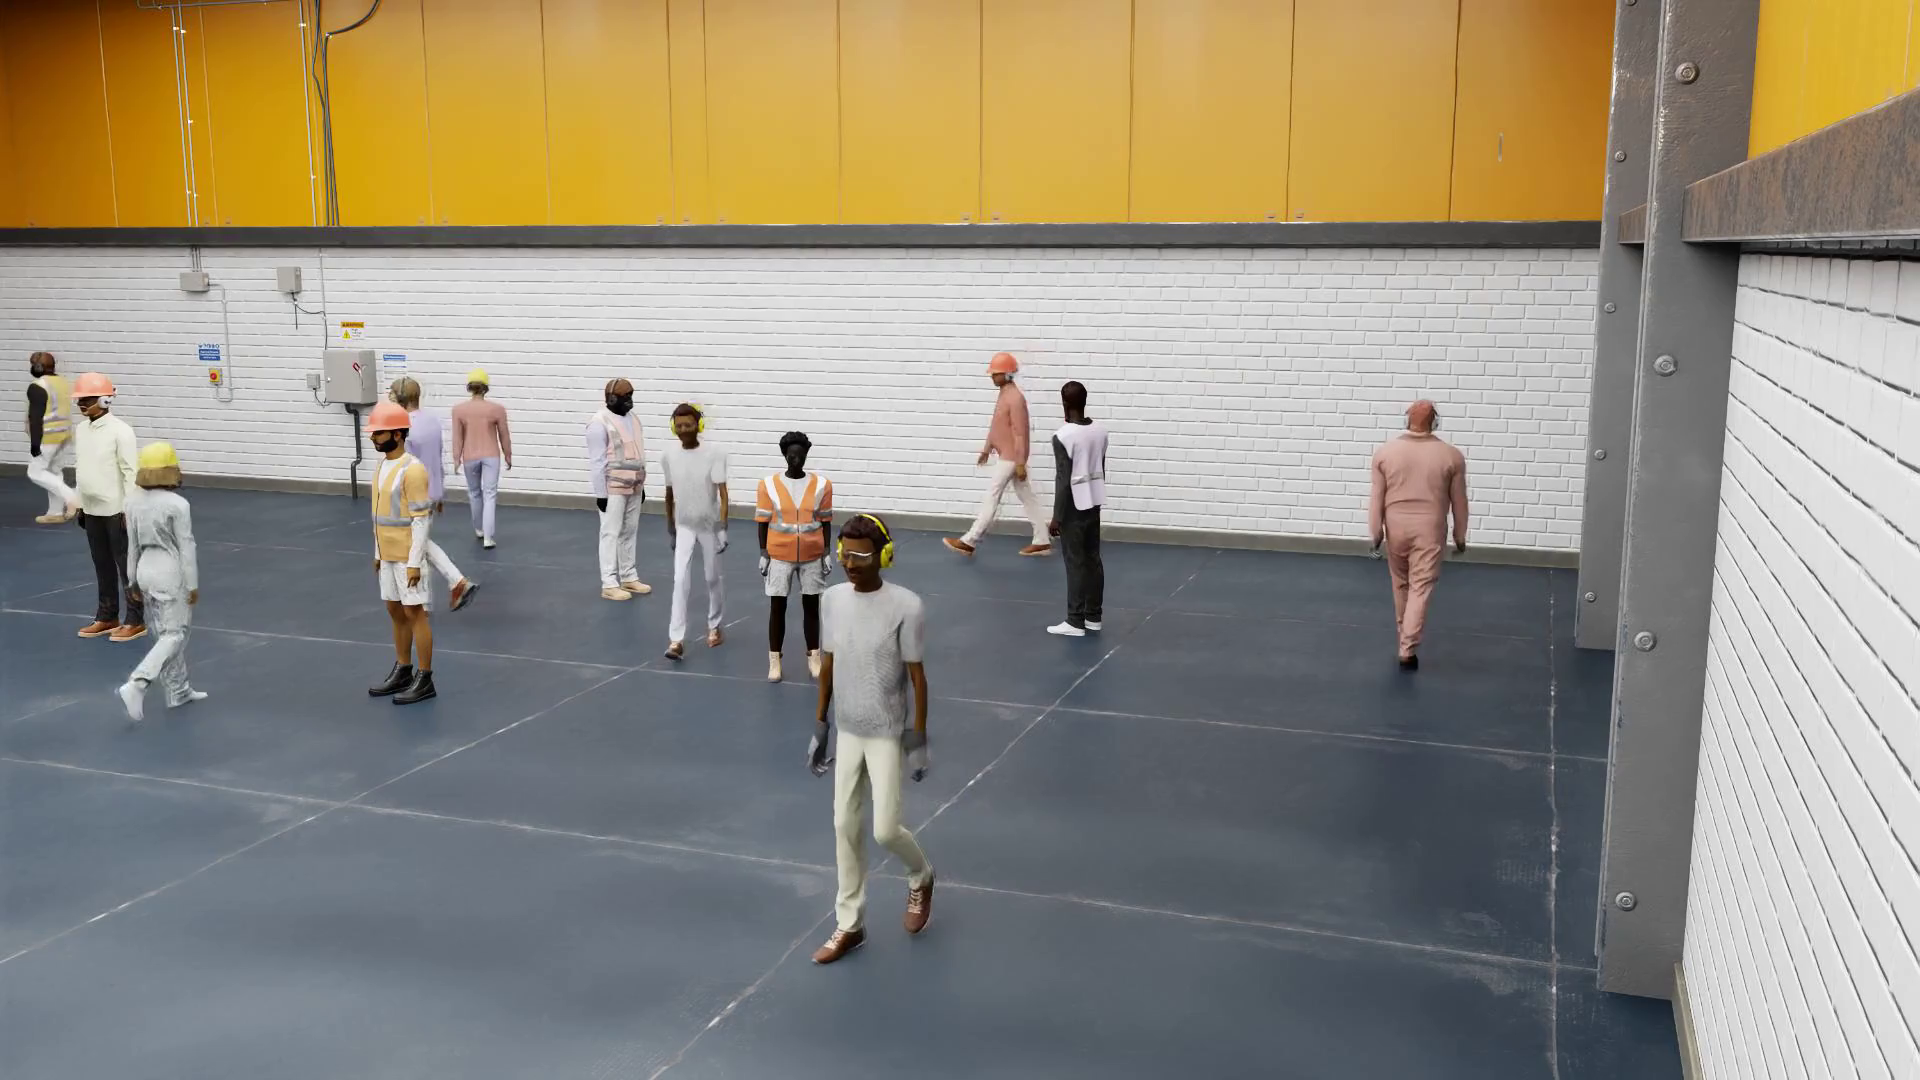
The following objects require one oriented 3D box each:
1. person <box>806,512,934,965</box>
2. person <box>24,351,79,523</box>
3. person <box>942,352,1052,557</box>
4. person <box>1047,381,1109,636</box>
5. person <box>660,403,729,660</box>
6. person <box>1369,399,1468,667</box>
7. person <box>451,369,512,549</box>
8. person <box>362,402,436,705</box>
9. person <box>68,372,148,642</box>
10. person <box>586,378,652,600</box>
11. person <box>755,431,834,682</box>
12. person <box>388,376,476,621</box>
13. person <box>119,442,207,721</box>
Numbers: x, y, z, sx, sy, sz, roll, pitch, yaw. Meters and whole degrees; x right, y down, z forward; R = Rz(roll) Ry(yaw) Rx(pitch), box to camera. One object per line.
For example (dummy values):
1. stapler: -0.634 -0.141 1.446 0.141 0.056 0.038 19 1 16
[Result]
1. person: -0.378 0.797 6.855 0.523 1.856 0.593 7 12 33
2. person: -9.483 -1.059 17.391 0.520 1.826 0.648 -1 10 -3
3. person: 0.381 -0.788 15.537 1.067 1.924 0.624 0 10 -1
4. person: 0.894 -0.232 12.487 0.397 1.915 0.587 8 13 40
5. person: -1.876 -0.064 11.826 0.522 1.816 0.996 0 10 2
6. person: 3.223 -0.062 11.712 0.646 1.851 1.022 5 11 25
7. person: -4.664 -0.804 16.270 0.537 1.718 0.883 -1 10 -5
8. person: -3.602 0.080 10.657 0.545 1.939 0.354 9 14 43
9. person: -6.331 -0.245 12.330 0.612 1.995 0.382 5 11 25
10. person: -2.817 -0.425 13.810 0.428 1.835 0.613 5 11 24
11. person: -1.106 0.107 11.179 0.534 1.699 0.318 -2 10 -14
12. person: -4.152 -0.306 12.859 0.558 1.926 0.648 2 10 9
13. person: -4.985 0.256 10.301 0.489 1.722 0.716 4 11 20
